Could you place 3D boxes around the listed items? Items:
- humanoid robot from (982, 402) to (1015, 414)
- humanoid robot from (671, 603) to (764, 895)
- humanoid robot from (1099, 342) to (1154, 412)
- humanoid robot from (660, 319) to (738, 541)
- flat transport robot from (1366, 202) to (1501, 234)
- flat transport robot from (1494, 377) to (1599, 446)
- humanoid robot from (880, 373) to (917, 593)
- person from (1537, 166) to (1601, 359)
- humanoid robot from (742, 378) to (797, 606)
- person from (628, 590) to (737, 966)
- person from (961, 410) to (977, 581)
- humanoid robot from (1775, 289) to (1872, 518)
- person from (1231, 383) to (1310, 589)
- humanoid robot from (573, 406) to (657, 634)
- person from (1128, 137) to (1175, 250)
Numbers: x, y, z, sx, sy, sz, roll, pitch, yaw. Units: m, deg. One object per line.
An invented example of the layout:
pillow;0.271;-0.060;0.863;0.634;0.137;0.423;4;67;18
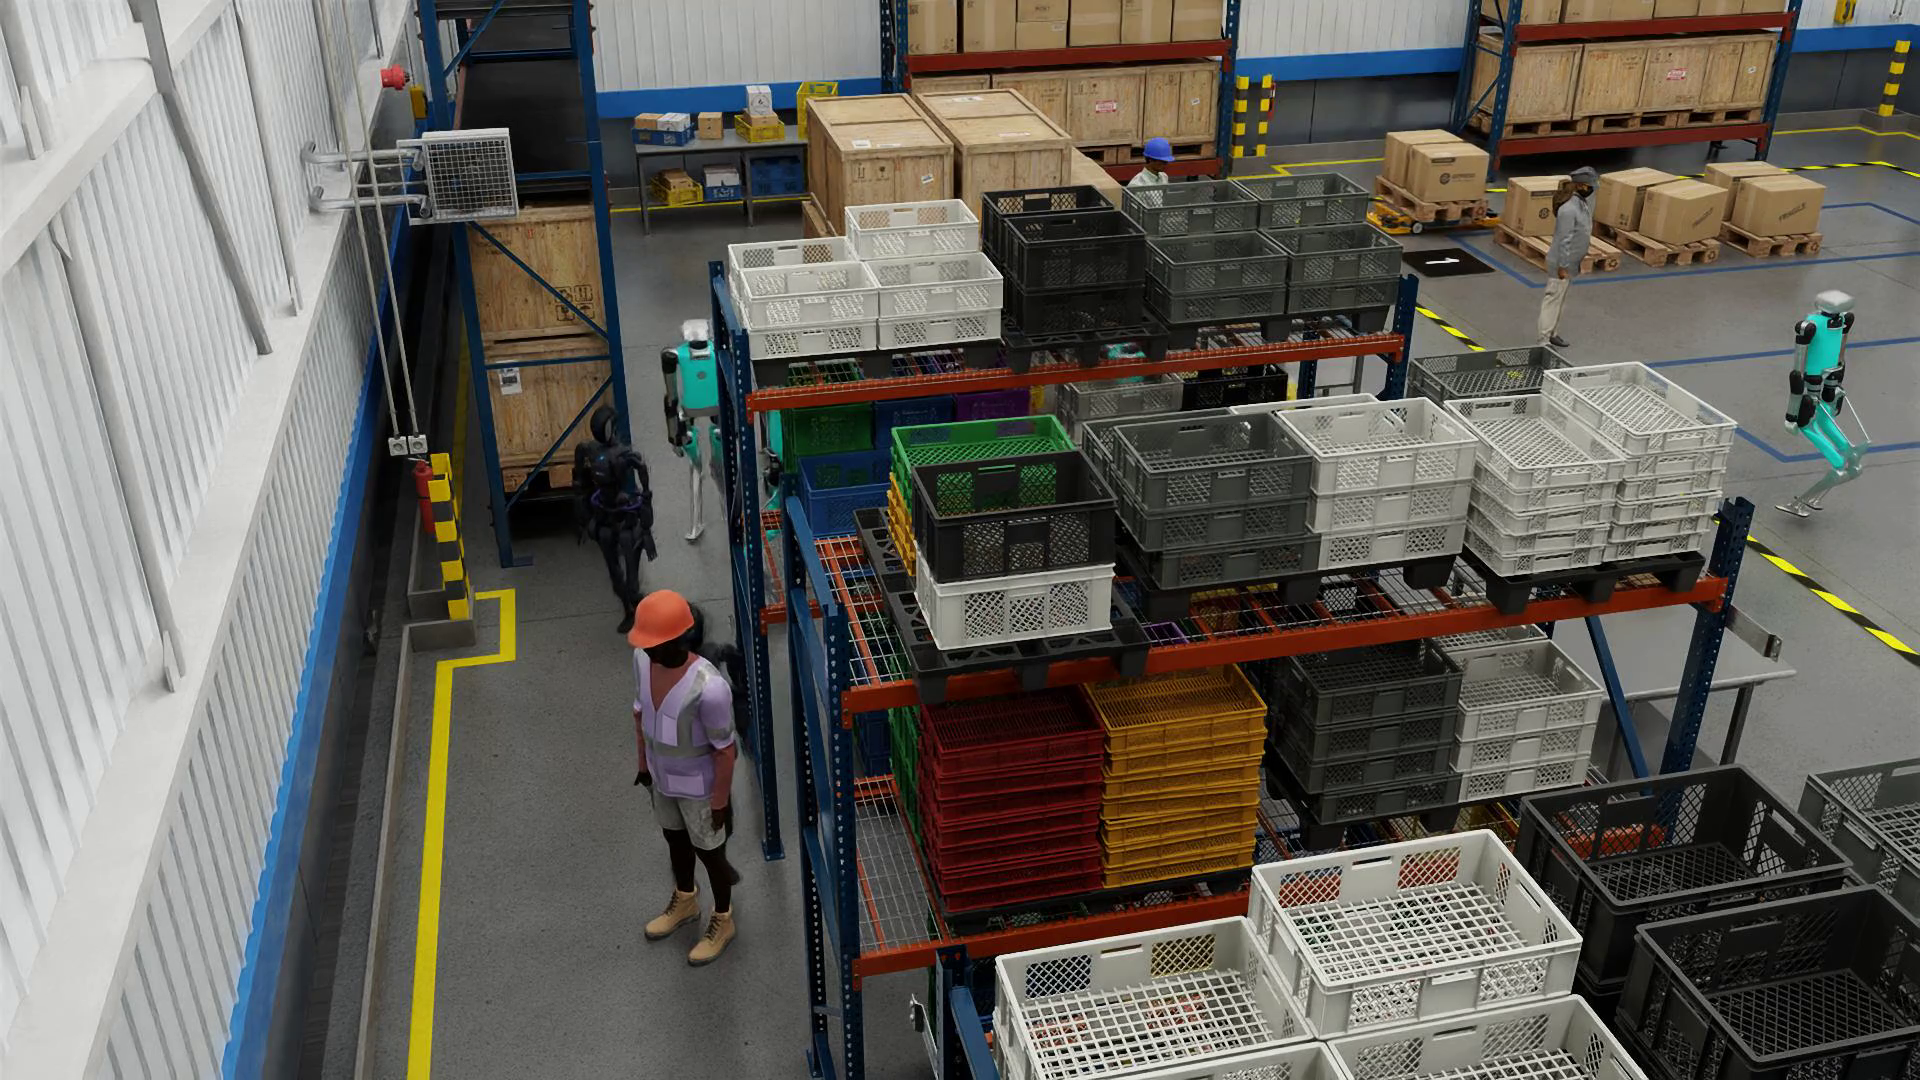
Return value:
humanoid robot;0.003;-0.235;10.925;0.751;1.782;0.530;20;34;34
humanoid robot;-1.319;1.059;8.527;0.599;1.657;0.338;-18;33;-30
humanoid robot;1.308;-0.754;11.894;0.531;1.742;0.967;23;35;36
humanoid robot;-1.878;-0.831;12.057;0.532;1.784;0.787;-7;29;-13
flat transport robot;5.417;-3.754;19.139;1.431;0.197;0.652;-6;28;-12
flat transport robot;4.780;-1.036;14.013;0.659;0.231;1.431;-6;28;-12
humanoid robot;-0.475;-0.358;11.211;0.589;1.654;0.334;10;30;19
person;5.565;-2.575;15.325;0.400;1.765;0.560;15;31;26
humanoid robot;-1.306;-0.265;10.915;0.678;1.750;0.547;-13;30;-23
person;-1.348;1.138;7.988;0.613;2.040;0.376;21;34;34
person;0.105;0.011;10.310;0.449;1.869;0.616;-1;28;-1
humanoid robot;6.371;-0.937;12.101;0.533;1.681;0.735;-14;31;-25
person;2.057;-0.198;10.770;0.437;1.805;0.612;8;29;15
humanoid robot;-2.218;-0.111;10.743;0.584;1.644;0.446;8;29;14
person;1.766;-2.809;15.589;0.412;1.939;0.602;19;33;32
